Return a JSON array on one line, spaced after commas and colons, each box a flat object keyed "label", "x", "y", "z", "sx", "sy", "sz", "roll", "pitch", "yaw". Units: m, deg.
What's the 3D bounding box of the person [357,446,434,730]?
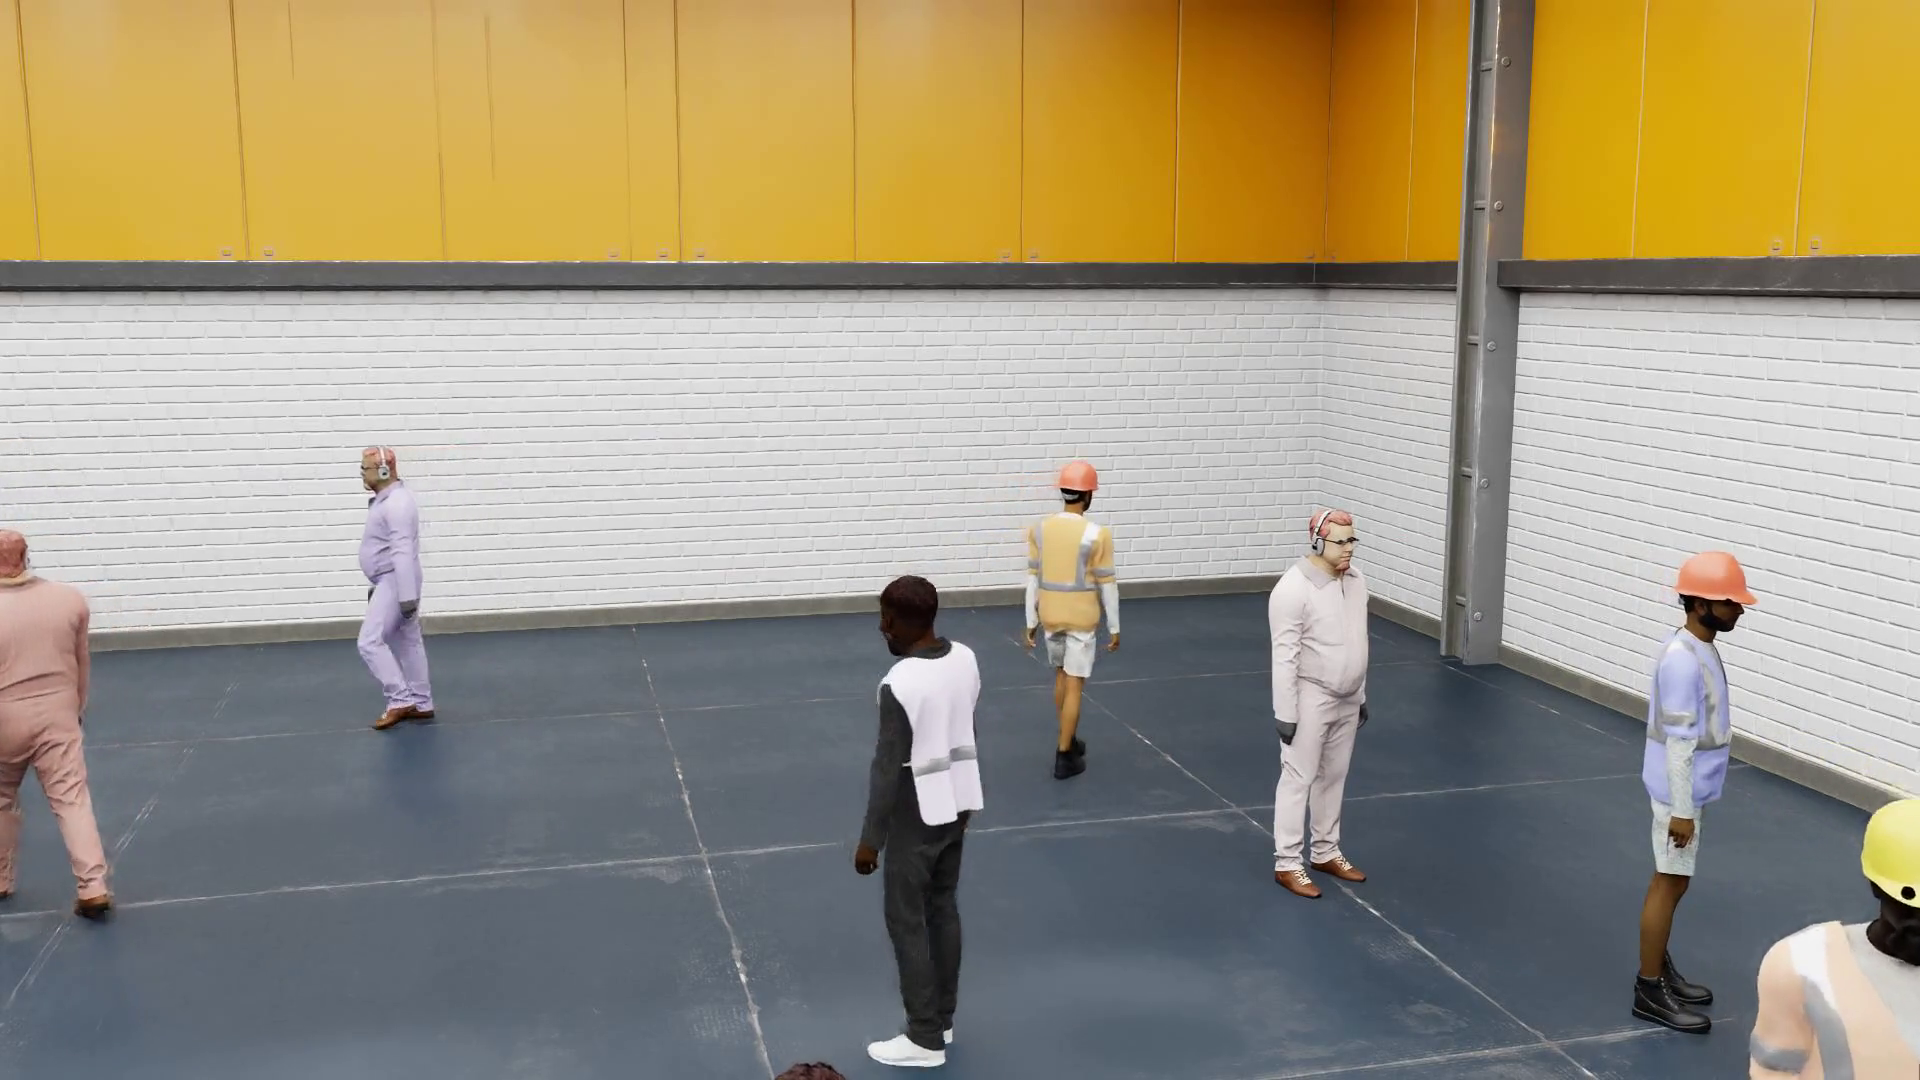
[{"label": "person", "x": -3.810, "y": 0.317, "z": 11.109, "sx": 0.559, "sy": 1.892, "sz": 0.645, "roll": -3, "pitch": 10, "yaw": -17}]

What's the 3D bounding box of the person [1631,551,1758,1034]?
[{"label": "person", "x": 2.963, "y": 0.997, "z": 6.722, "sx": 0.374, "sy": 1.935, "sz": 0.552, "roll": 5, "pitch": 10, "yaw": 27}]

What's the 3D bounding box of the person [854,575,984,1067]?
[{"label": "person", "x": -0.119, "y": 1.080, "z": 6.417, "sx": 0.401, "sy": 1.874, "sz": 0.642, "roll": 6, "pitch": 11, "yaw": 34}]

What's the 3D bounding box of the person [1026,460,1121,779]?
[{"label": "person", "x": 0.733, "y": 0.463, "z": 10.126, "sx": 0.565, "sy": 1.909, "sz": 0.727, "roll": 6, "pitch": 11, "yaw": 32}]

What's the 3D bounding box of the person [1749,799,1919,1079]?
[{"label": "person", "x": 2.094, "y": 1.512, "z": 3.670, "sx": 0.591, "sy": 1.890, "sz": 0.919, "roll": 1, "pitch": 9, "yaw": 6}]

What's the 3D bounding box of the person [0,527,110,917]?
[{"label": "person", "x": -4.398, "y": 0.859, "z": 7.858, "sx": 1.002, "sy": 1.862, "sz": 0.643, "roll": 8, "pitch": 12, "yaw": 40}]

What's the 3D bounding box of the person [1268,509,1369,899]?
[{"label": "person", "x": 1.787, "y": 0.790, "z": 8.144, "sx": 0.645, "sy": 1.903, "sz": 0.401, "roll": -8, "pitch": 12, "yaw": -40}]

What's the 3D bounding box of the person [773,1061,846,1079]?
[{"label": "person", "x": -0.247, "y": 1.700, "z": 2.540, "sx": 0.513, "sy": 1.872, "sz": 0.331, "roll": 2, "pitch": 9, "yaw": 12}]
